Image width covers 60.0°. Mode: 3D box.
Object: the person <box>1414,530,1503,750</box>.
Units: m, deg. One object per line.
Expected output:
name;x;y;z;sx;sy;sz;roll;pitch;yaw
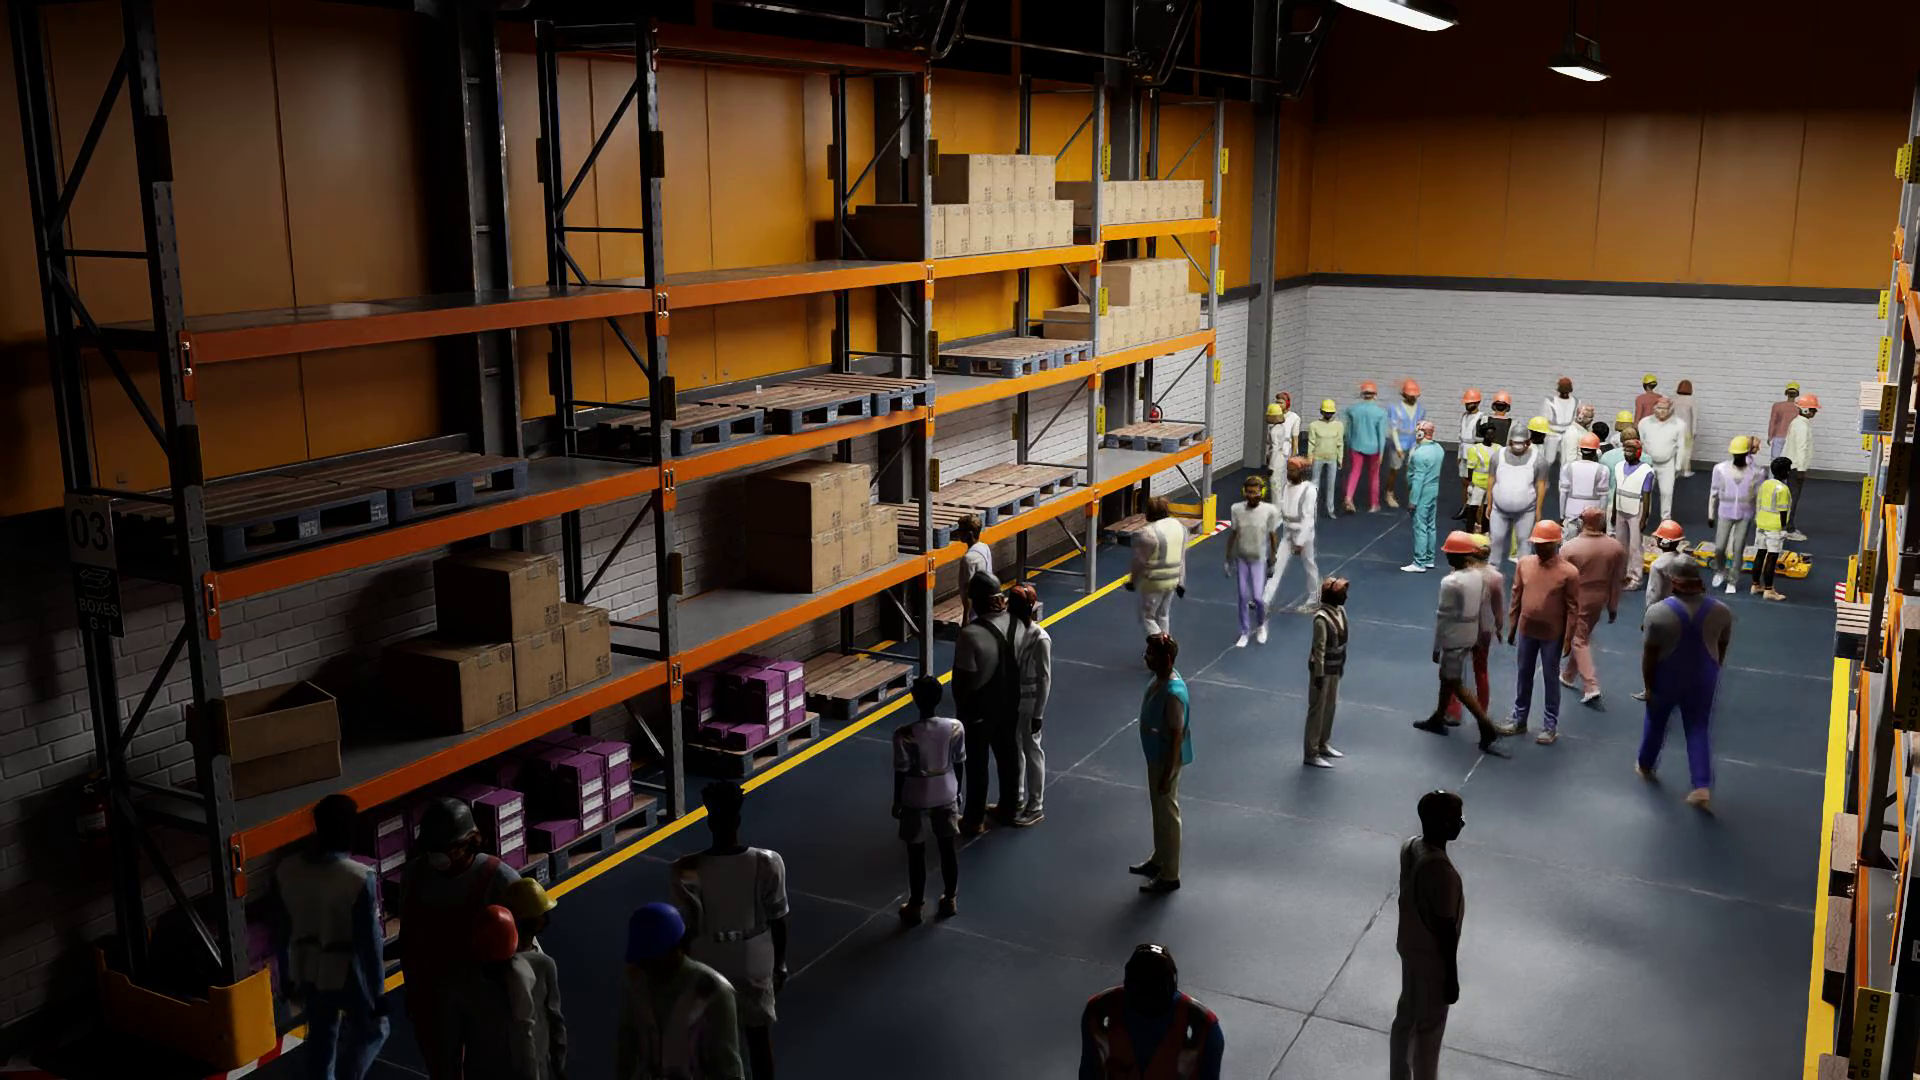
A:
person;4.409;0.868;14.543;0.553;1.909;0.890;-10;16;-39

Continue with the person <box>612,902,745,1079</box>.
person;-1.231;2.473;7.305;0.696;1.926;0.601;6;14;26

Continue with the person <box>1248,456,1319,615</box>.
person;3.721;-0.029;18.713;0.985;1.827;0.580;-8;15;-31

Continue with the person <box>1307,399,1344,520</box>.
person;5.255;-1.157;23.928;0.525;1.760;0.341;-1;13;-3

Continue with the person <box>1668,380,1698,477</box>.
person;11.830;-1.814;27.191;0.530;1.612;0.652;12;17;42

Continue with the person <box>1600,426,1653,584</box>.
person;8.094;-0.430;20.264;0.627;1.941;0.371;10;16;39

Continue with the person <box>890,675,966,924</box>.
person;-0.215;1.727;11.148;0.542;1.697;0.316;-6;14;-24

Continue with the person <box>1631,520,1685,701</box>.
person;6.648;0.671;15.743;0.563;1.755;0.323;-9;16;-36

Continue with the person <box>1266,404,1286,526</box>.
person;4.447;-1.065;23.556;0.313;1.741;0.487;5;14;23

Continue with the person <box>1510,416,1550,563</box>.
person;7.296;-0.638;21.268;0.404;1.912;0.591;10;16;39

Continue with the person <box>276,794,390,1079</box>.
person;-3.206;2.217;8.501;0.694;1.897;0.445;5;13;20

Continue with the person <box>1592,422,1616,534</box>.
person;8.532;-0.737;22.200;0.534;1.689;0.322;-8;15;-32

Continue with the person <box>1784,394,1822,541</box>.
person;11.450;-1.003;22.704;0.395;1.994;0.613;4;13;17

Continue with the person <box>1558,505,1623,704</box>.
person;5.952;0.599;15.823;0.653;1.871;0.959;-2;13;-11

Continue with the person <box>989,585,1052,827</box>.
person;0.470;1.263;12.810;0.355;1.885;0.575;-8;15;-33

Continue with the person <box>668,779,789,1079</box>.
person;-1.177;2.173;8.553;0.605;1.964;0.367;-3;13;-12

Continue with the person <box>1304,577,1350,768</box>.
person;3.113;1.105;14.094;0.319;1.631;0.532;8;15;32

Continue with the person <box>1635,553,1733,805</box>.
person;5.804;1.067;13.330;0.687;2.000;1.012;2;13;8

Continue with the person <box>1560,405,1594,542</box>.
person;8.335;-0.886;22.420;0.401;1.894;0.653;9;15;34

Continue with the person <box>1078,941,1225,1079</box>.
person;0.797;2.566;7.103;0.624;1.835;0.431;4;13;16

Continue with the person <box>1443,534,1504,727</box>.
person;4.617;0.835;15.048;0.725;1.741;0.523;-3;13;-15

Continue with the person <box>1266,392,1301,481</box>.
person;4.680;-1.224;24.047;0.387;1.838;0.562;-8;15;-33

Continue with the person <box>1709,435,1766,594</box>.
person;9.217;-0.302;19.773;0.588;1.912;0.409;6;14;26

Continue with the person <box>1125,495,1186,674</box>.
person;2.008;0.438;16.669;0.603;1.812;0.636;11;17;41

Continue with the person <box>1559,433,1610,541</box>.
person;7.388;-0.310;19.728;0.547;1.938;0.379;7;14;29

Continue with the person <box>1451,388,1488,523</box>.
person;7.285;-1.205;23.753;0.387;1.931;0.543;-5;13;-21

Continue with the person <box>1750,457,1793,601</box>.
person;9.546;-0.142;19.529;0.321;1.694;0.529;-1;13;-3

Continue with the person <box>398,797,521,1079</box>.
person;-2.458;2.225;8.148;0.688;2.000;0.536;3;13;12

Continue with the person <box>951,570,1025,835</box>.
person;0.183;1.208;12.700;0.682;2.000;0.535;-11;17;-41

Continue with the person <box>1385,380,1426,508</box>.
person;6.567;-1.376;24.437;0.597;1.978;1.103;-2;13;-9

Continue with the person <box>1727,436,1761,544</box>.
person;10.093;-0.538;21.448;0.319;1.631;0.524;2;13;10

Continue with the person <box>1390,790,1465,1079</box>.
person;2.471;2.192;8.736;0.345;1.846;0.508;-3;13;-13

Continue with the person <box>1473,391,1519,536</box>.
person;7.317;-1.017;22.700;0.611;2.030;0.409;4;13;17

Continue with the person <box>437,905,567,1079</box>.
person;-2.089;2.484;7.677;0.576;1.737;0.355;-7;14;-29

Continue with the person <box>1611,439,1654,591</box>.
person;8.063;-0.309;19.967;0.385;1.836;0.561;-5;14;-22

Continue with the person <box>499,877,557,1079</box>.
person;-2.016;2.428;7.847;0.296;1.772;0.533;-3;13;-11

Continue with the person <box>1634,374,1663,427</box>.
person;11.034;-1.791;26.748;0.526;1.768;0.331;-4;13;-17

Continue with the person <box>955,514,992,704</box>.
person;0.137;0.661;15.624;0.351;1.837;0.502;4;13;17

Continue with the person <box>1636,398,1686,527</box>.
person;9.706;-1.040;23.148;0.659;1.886;0.525;6;14;25

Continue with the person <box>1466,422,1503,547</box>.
person;6.985;-0.731;22.157;0.541;1.695;0.315;-4;13;-17

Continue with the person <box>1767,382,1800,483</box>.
person;12.847;-1.584;25.851;0.532;1.755;0.342;5;13;19

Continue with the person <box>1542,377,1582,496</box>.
person;9.274;-1.612;25.757;0.584;1.860;0.858;1;13;6

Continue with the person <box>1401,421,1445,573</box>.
person;5.781;-0.545;20.851;0.401;1.907;0.646;11;16;40

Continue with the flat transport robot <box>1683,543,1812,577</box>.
flat transport robot;9.957;0.233;21.061;1.431;0.197;0.652;8;15;31

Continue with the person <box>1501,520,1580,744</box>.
person;5.111;0.797;14.644;0.385;1.993;0.623;-11;17;-42

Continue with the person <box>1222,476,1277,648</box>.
person;3.042;0.230;17.514;0.532;1.855;0.391;6;14;24

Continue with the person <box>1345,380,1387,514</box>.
person;5.908;-1.343;24.322;0.632;1.967;0.831;7;14;27

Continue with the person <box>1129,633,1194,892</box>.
person;1.431;1.543;11.637;0.390;1.847;0.563;-1;13;-5

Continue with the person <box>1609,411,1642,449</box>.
person;9.099;-0.914;22.890;0.485;1.737;0.320;-3;13;-14

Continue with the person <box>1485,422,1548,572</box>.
person;6.667;-0.427;20.020;0.691;2.000;0.535;6;14;25
